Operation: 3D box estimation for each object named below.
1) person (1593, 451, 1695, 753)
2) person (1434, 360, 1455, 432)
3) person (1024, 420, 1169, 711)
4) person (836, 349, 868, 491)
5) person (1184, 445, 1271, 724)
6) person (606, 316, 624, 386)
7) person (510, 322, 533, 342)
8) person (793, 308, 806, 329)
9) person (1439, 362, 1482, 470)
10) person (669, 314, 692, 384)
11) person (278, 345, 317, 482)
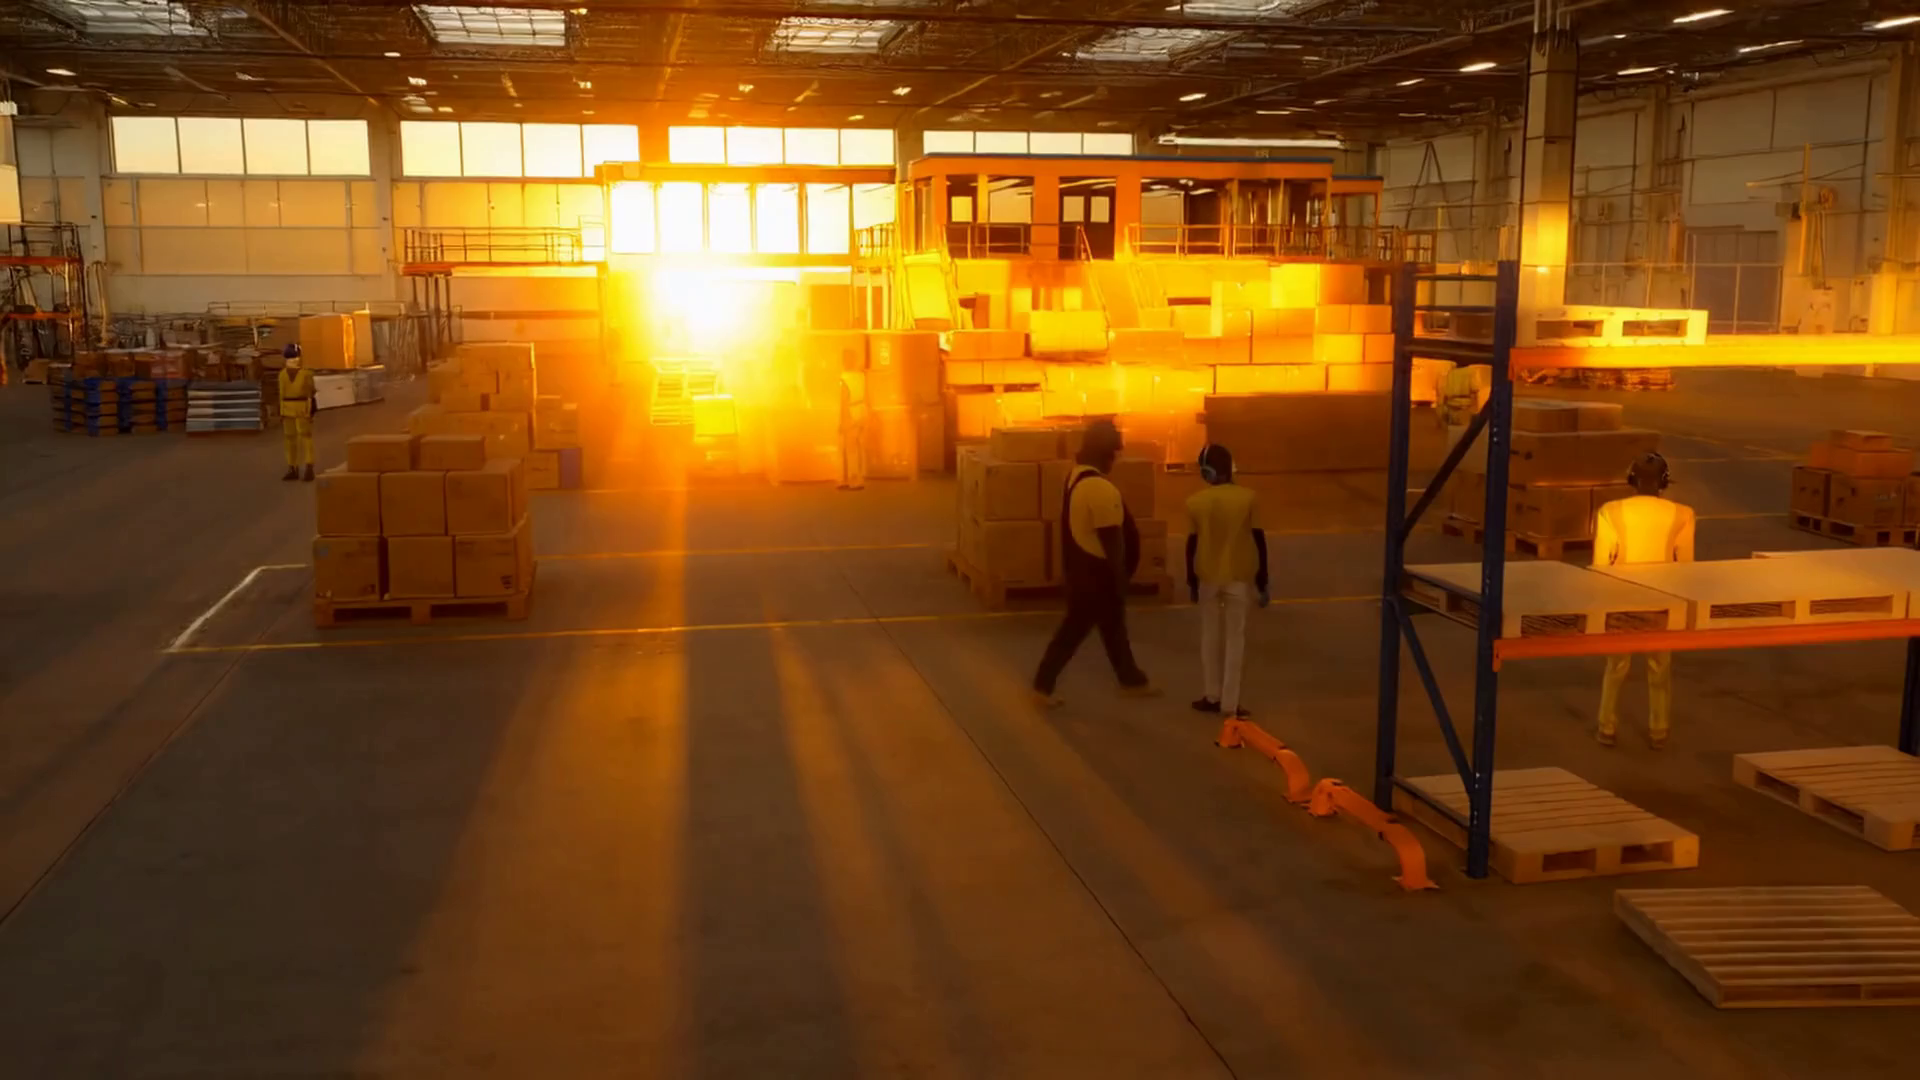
[{"bbox_3d":[4.232,0.385,10.351,0.572,1.876,0.355,3,10,16],"label":"person"},{"bbox_3d":[8.830,-2.789,30.135,0.493,1.723,0.581,5,11,29],"label":"person"},{"bbox_3d":[0.907,0.144,11.297,1.046,2.000,0.688,-1,9,-7],"label":"person"},{"bbox_3d":[-1.449,-1.609,22.374,0.390,1.913,0.587,4,10,24],"label":"person"},{"bbox_3d":[1.749,0.294,11.028,0.588,1.832,0.450,4,10,25],"label":"person"},{"bbox_3d":[-8.758,-4.803,42.289,0.331,1.768,0.526,7,12,38],"label":"person"},{"bbox_3d":[-9.192,-3.643,34.925,0.516,1.865,0.329,-4,10,-24],"label":"person"},{"bbox_3d":[-4.042,-4.877,42.127,0.369,1.967,0.601,-3,10,-19],"label":"person"},{"bbox_3d":[7.331,-1.904,24.395,0.429,1.839,0.634,-4,10,-24],"label":"person"},{"bbox_3d":[-7.098,-4.841,42.364,0.540,1.807,0.862,-9,13,-44],"label":"person"},{"bbox_3d":[-9.305,-1.774,23.333,0.543,1.928,0.372,1,9,6],"label":"person"}]
